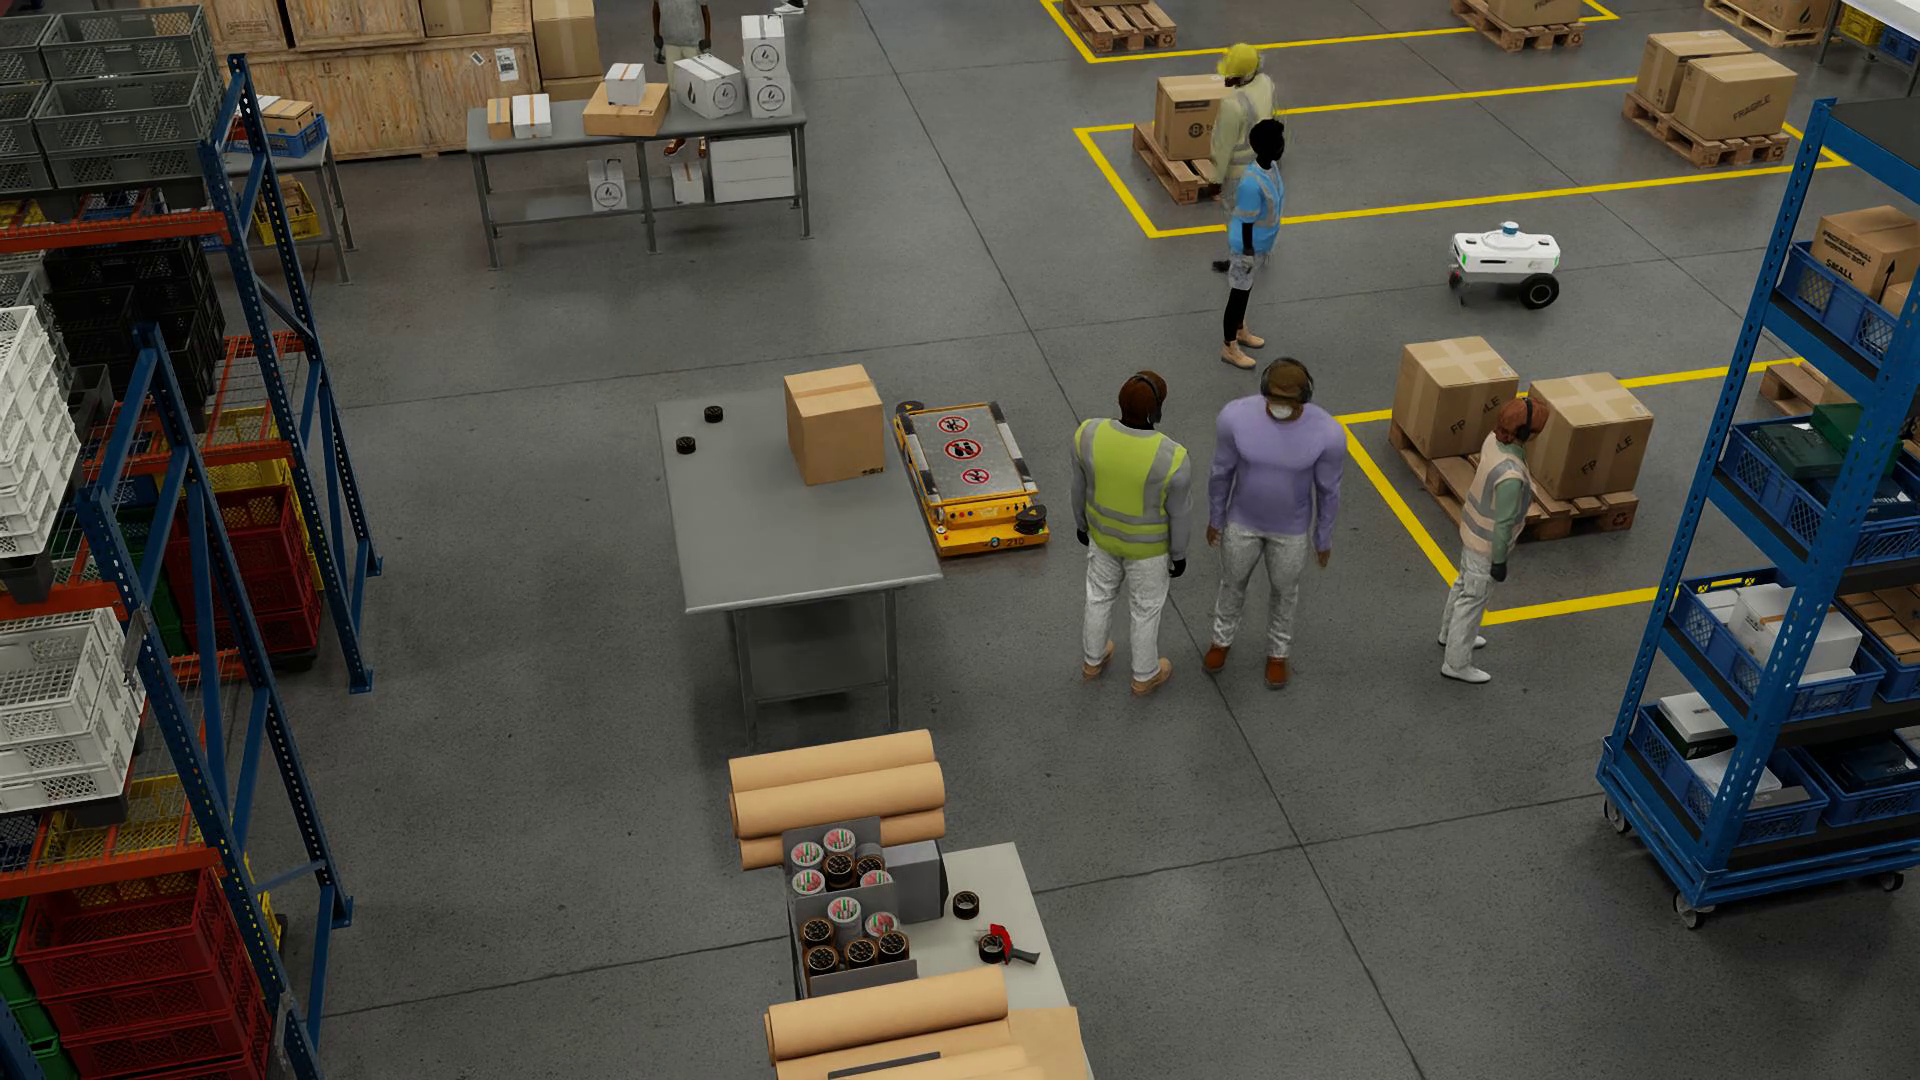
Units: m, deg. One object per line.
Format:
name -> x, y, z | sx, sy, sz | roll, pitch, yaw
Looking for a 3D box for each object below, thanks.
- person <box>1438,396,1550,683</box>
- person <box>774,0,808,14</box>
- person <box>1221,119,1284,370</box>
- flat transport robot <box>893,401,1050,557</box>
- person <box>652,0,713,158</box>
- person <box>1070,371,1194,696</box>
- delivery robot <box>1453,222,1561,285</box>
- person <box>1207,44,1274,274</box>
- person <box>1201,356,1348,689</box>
person -> 2.678, -0.013, 8.419 | 0.312, 1.633, 0.517 | 5, 37, 7
person -> -1.704, -6.224, 16.525 | 0.373, 1.916, 0.596 | 5, 37, 7
person -> 1.942, -1.965, 10.988 | 0.321, 1.692, 0.530 | 13, 39, 17
flat transport robot -> 0.046, -0.430, 10.108 | 0.652, 0.197, 1.431 | -8, 37, -10
person -> -2.282, -4.074, 13.675 | 0.520, 1.874, 0.327 | 6, 37, 8
person -> 0.856, -0.026, 8.261 | 0.633, 1.840, 0.429 | 19, 41, 24
delivery robot -> 3.921, -2.052, 11.977 | 0.707, 0.478, 0.477 | 1, 37, 2
person -> 1.984, -2.717, 11.926 | 0.404, 1.780, 0.652 | 21, 41, 25
person -> 1.532, -0.092, 8.270 | 0.638, 1.936, 0.360 | 12, 38, 16
